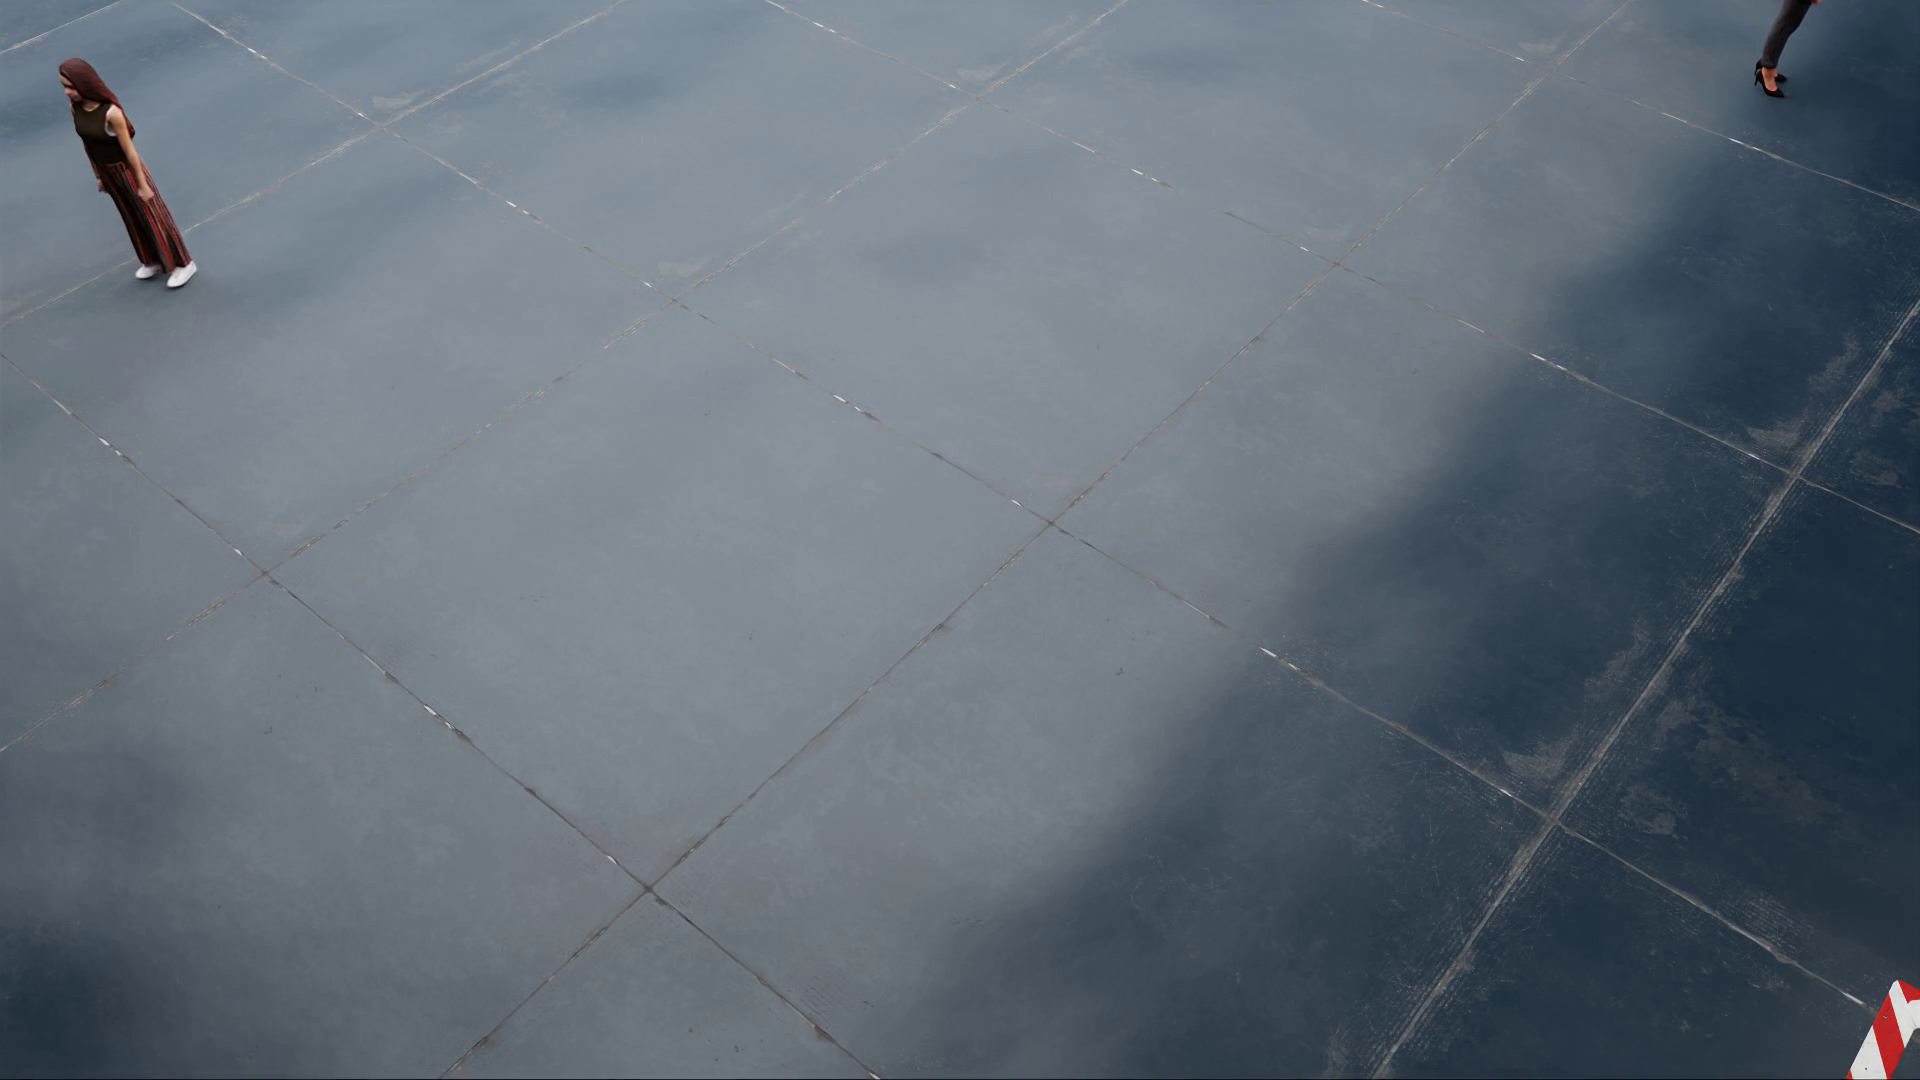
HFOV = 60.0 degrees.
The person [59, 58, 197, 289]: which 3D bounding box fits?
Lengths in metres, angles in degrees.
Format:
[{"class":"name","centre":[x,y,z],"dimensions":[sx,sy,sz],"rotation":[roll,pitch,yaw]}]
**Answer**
[{"class":"person","centre":[-5.059,-2.230,10.064],"dimensions":[0.526,1.560,0.671],"rotation":[17,50,15]}]
